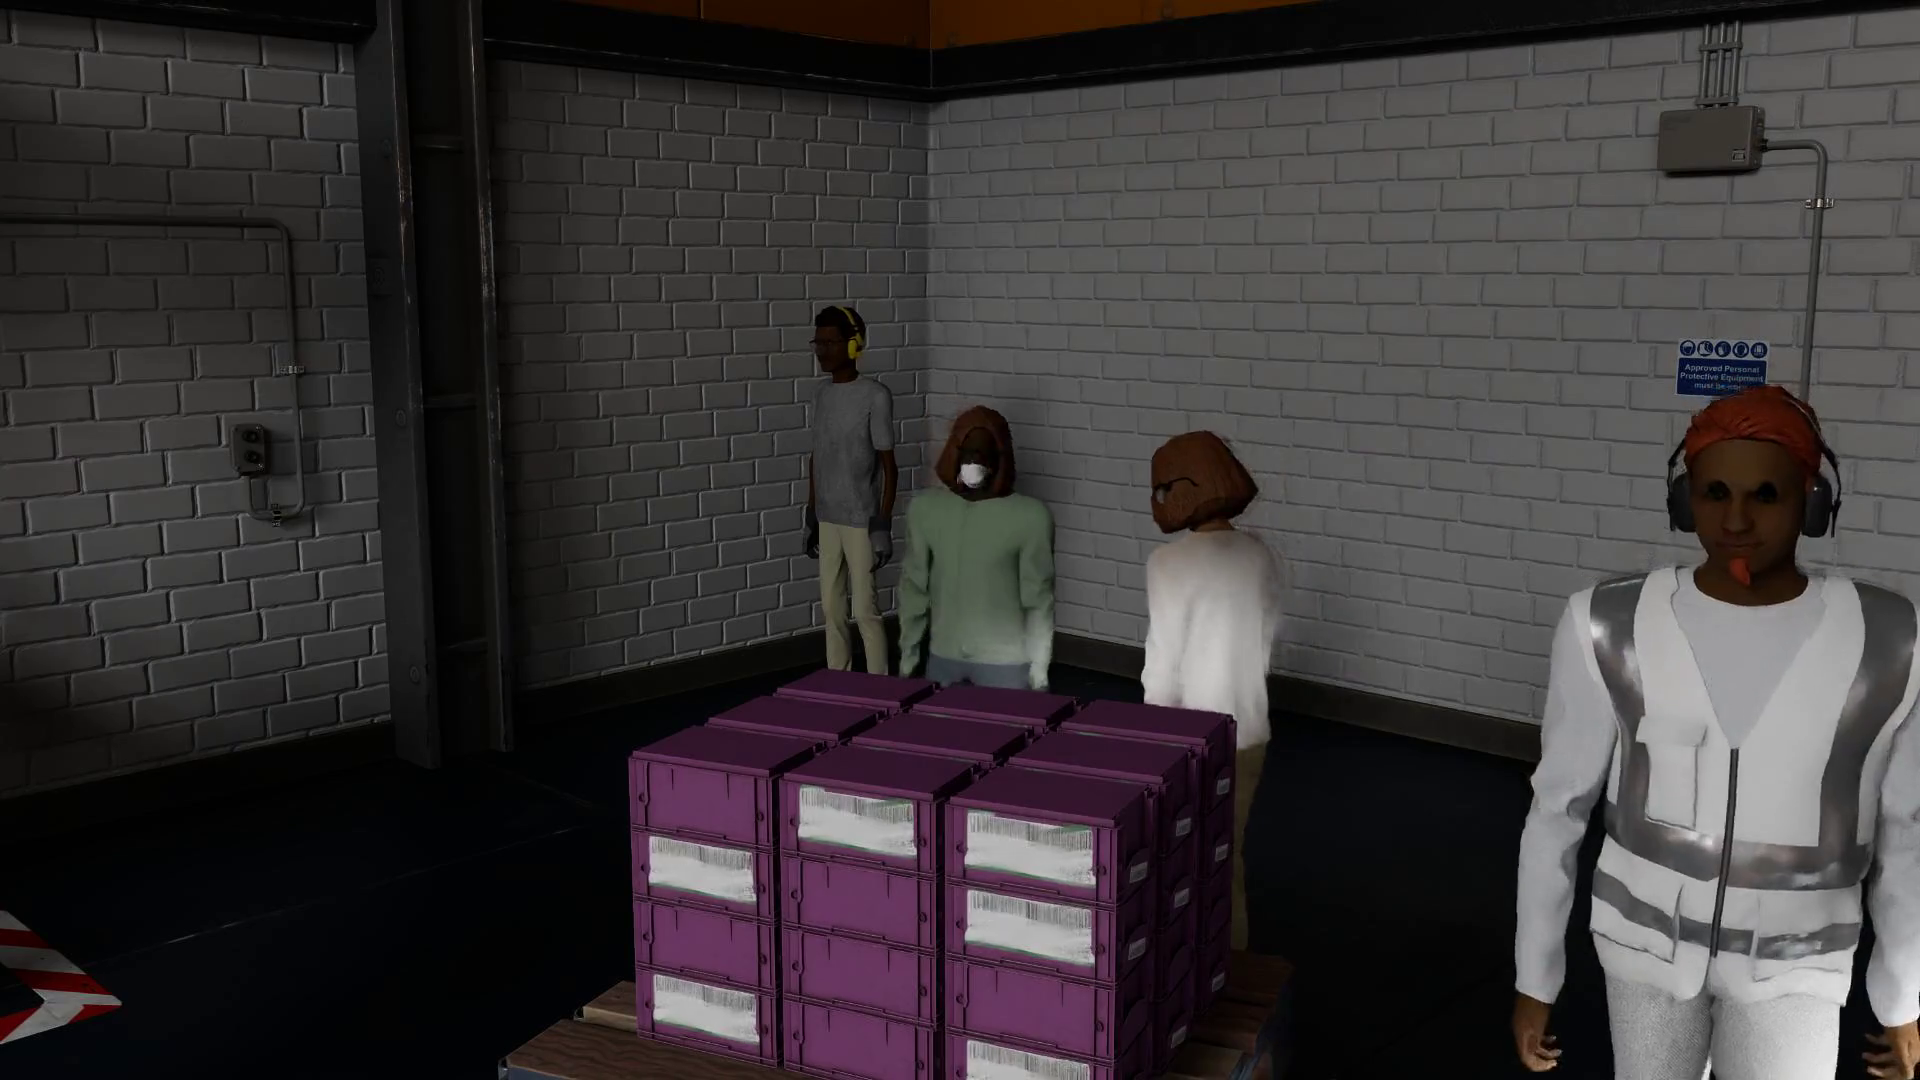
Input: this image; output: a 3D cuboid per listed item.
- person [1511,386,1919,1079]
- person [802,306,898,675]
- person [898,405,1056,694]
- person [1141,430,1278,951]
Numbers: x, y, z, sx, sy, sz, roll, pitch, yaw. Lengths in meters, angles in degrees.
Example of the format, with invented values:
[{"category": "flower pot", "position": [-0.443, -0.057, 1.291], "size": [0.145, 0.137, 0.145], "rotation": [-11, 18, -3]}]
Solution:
[{"category": "person", "position": [1.151, 0.698, 2.563], "size": [0.590, 1.836, 0.972], "rotation": [5, 11, 29]}, {"category": "person", "position": [-0.494, -0.067, 7.159], "size": [0.534, 1.865, 0.311], "rotation": [9, 13, 43]}, {"category": "person", "position": [0.000, 0.381, 5.213], "size": [0.637, 1.604, 0.337], "rotation": [4, 10, 25]}, {"category": "person", "position": [0.616, 0.531, 4.246], "size": [0.533, 1.608, 0.361], "rotation": [-8, 13, -42]}]
